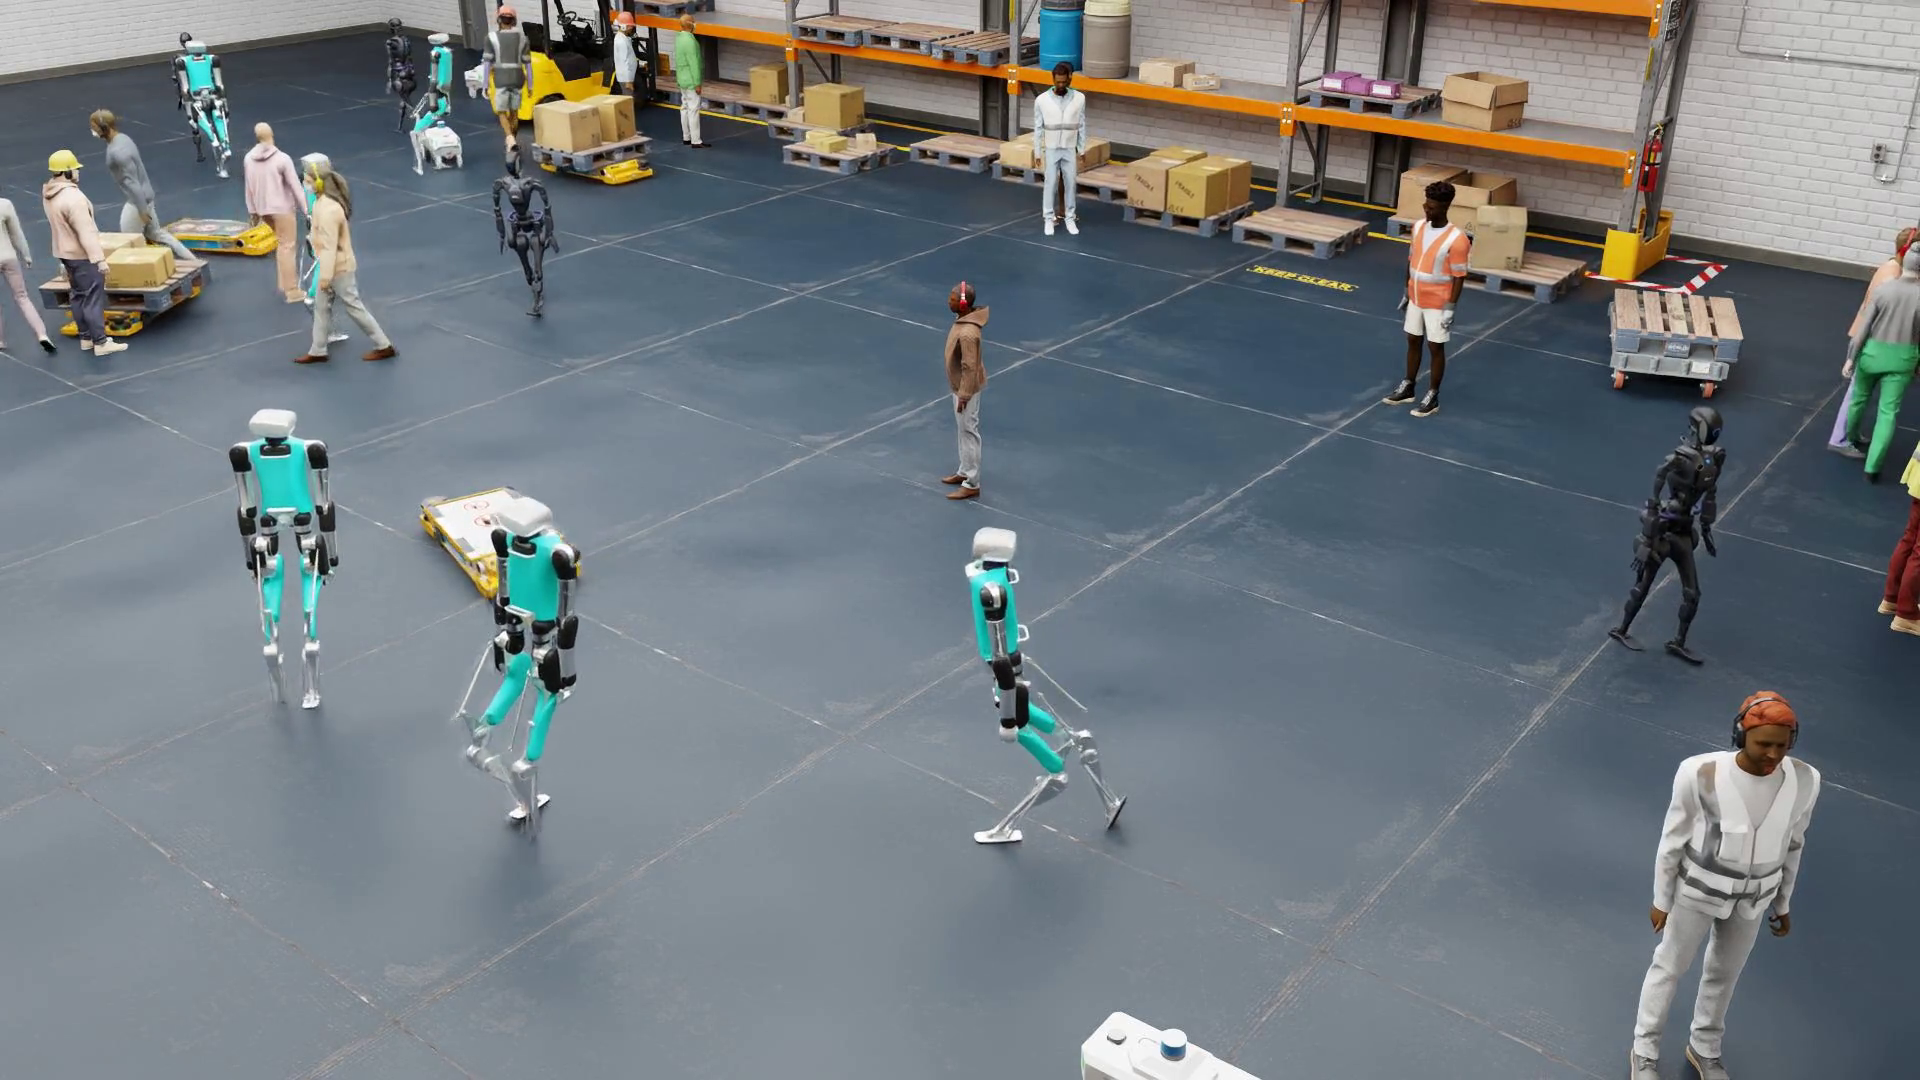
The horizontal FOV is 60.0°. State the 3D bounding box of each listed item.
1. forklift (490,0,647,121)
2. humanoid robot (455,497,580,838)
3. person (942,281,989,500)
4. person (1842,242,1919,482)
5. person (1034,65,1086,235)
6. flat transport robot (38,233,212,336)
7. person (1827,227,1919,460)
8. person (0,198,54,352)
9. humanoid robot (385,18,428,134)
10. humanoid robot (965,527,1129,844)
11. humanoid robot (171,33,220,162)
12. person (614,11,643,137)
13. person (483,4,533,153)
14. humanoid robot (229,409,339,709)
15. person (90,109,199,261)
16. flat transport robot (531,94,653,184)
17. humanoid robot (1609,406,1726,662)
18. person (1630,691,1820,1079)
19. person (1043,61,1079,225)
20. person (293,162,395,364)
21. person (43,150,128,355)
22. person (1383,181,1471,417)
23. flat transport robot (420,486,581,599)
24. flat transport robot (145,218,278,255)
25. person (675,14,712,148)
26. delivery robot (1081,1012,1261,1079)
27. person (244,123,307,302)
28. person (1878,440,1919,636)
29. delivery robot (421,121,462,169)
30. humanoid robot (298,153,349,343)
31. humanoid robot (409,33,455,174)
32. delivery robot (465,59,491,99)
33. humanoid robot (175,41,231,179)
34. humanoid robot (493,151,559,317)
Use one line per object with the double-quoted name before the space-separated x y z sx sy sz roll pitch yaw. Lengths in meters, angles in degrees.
"forklift" -5.874 -7.334 24.552 1.214 2.155 2.313 19 32 34
"humanoid robot" -2.267 0.753 8.441 0.540 1.887 0.748 15 30 29
"person" 0.045 -1.108 12.271 0.339 1.651 0.456 -3 26 -5
"person" 7.126 -1.417 12.762 0.562 1.783 0.960 14 29 26
"person" 1.124 -4.419 18.847 0.596 1.907 0.412 -5 26 -9
"flat transport robot" -8.138 -2.308 16.351 0.659 0.231 1.431 2 26 4
"person" 7.150 -1.553 12.987 0.389 1.835 0.564 16 30 29
"person" -8.766 -2.543 15.151 0.711 1.735 0.558 23 34 39
"humanoid robot" -7.889 -6.546 23.579 0.795 1.631 0.609 7 27 15
"humanoid robot" 0.508 0.765 8.317 0.964 1.769 0.557 -1 26 -3
"humanoid robot" -10.162 -5.901 22.157 0.599 1.656 0.315 -2 26 -4
"person" -4.670 -6.544 23.429 0.352 1.742 0.572 -6 26 -11
"person" -5.987 -6.074 22.181 0.672 1.996 0.780 -11 28 -22
"humanoid robot" -3.844 0.216 9.529 0.532 1.850 0.737 -4 26 -8
"person" -8.196 -3.420 16.795 0.847 1.898 0.658 -12 28 -24
"flat transport robot" -4.748 -4.879 21.675 1.431 0.231 0.659 18 31 33
"humanoid robot" 4.323 -0.040 10.042 0.599 1.637 0.556 -12 28 -23
"person" 3.079 1.447 6.719 0.571 1.882 0.356 0 26 0
"person" 1.160 -4.615 19.309 0.494 1.853 0.397 -21 32 -36
"person" -5.610 -2.455 14.860 0.883 1.835 0.567 -11 28 -21
"person" -8.025 -2.602 15.139 0.794 1.859 0.428 22 34 38
"person" 3.888 -1.999 13.760 0.371 1.965 0.606 -13 29 -26
"flat transport robot" -3.230 -0.014 11.599 0.659 0.231 1.431 -16 30 -30
"flat transport robot" -8.295 -3.381 18.572 1.431 0.231 0.659 4 26 8
"person" -3.702 -6.306 22.887 0.384 1.783 0.548 -15 29 -28
"delivery robot" 0.858 2.231 6.638 0.804 0.610 0.499 18 31 33
"person" -6.791 -3.268 16.634 0.570 1.762 0.517 11 28 21
"person" 6.090 -0.263 10.388 0.378 1.772 0.470 5 26 10
"delivery robot" -6.890 -5.275 22.178 0.499 0.606 0.801 -12 28 -24
"humanoid robot" -5.942 -2.605 15.283 0.553 1.793 0.742 17 31 32
"humanoid robot" -6.945 -5.664 21.614 0.849 1.778 0.616 4 26 7
"delivery robot" -7.494 -7.320 26.423 0.501 0.614 0.785 12 28 23
"humanoid robot" -9.448 -5.367 21.006 0.546 1.754 0.979 -20 32 -35
"humanoid robot" -4.206 -2.985 16.177 0.592 1.625 0.803 1 26 3
